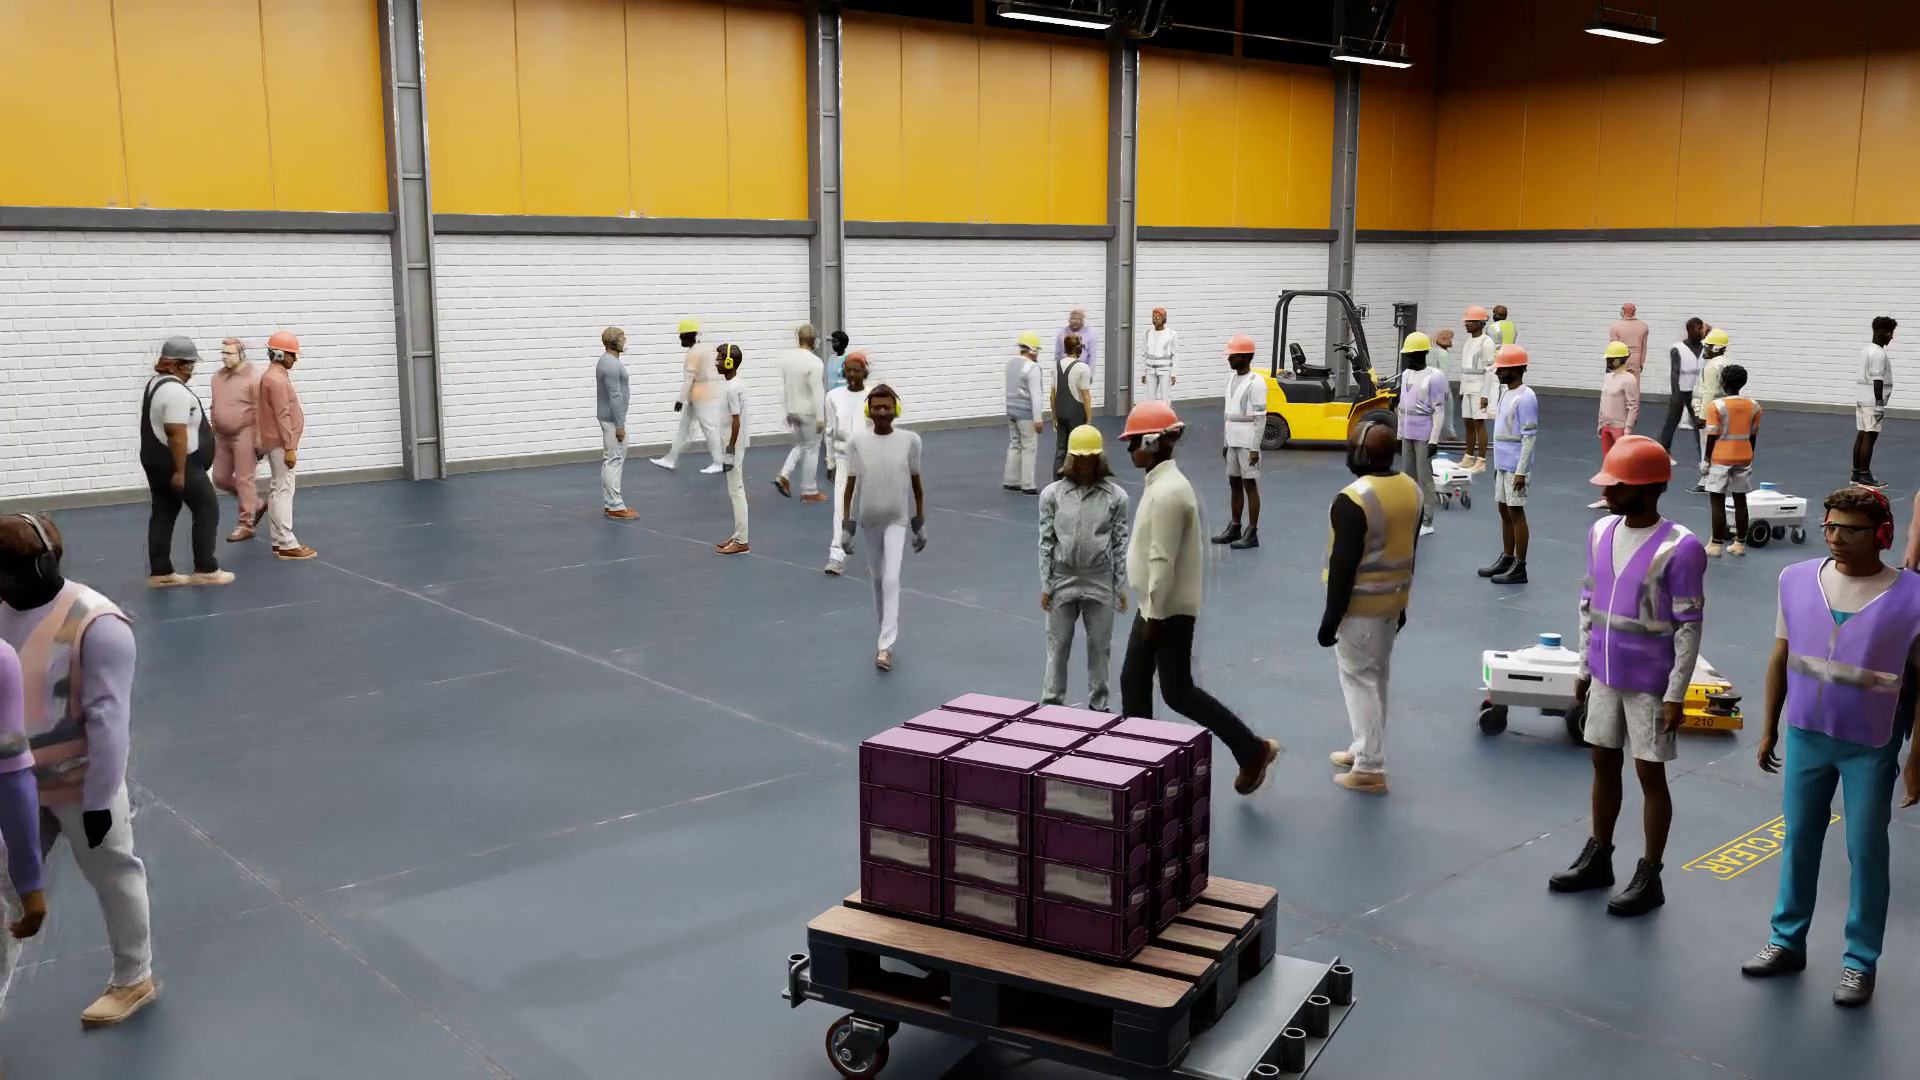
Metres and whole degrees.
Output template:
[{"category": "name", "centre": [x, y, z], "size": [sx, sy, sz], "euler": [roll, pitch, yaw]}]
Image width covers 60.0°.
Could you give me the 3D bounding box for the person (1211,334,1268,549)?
[{"category": "person", "centre": [2.537, -0.889, 15.042], "size": [0.377, 1.938, 0.547], "euler": [-4, 11, -23]}]

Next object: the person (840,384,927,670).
[{"category": "person", "centre": [-0.502, -0.108, 10.842], "size": [0.540, 1.822, 1.003], "euler": [1, 10, 4]}]

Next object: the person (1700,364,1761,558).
[{"category": "person", "centre": [6.735, -0.689, 14.577], "size": [0.540, 1.695, 0.317], "euler": [-2, 10, -14]}]

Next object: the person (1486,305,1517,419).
[{"category": "person", "centre": [8.719, -2.880, 26.986], "size": [0.624, 1.844, 0.429], "euler": [-6, 11, -32]}]

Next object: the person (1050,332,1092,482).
[{"category": "person", "centre": [1.182, -1.262, 17.502], "size": [0.513, 1.843, 0.334], "euler": [9, 13, 42]}]

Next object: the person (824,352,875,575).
[{"category": "person", "centre": [-0.870, -0.638, 13.888], "size": [0.601, 1.836, 0.897], "euler": [2, 10, 14]}]

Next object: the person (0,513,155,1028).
[{"category": "person", "centre": [-3.035, 0.823, 5.412], "size": [0.658, 1.798, 0.927], "euler": [2, 10, 14]}]

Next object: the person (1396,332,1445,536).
[{"category": "person", "centre": [4.315, -1.001, 15.742], "size": [0.386, 1.922, 0.594], "euler": [-4, 10, -20]}]

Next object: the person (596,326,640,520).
[{"category": "person", "centre": [-3.459, -1.174, 16.713], "size": [0.372, 1.940, 0.630], "euler": [-3, 10, -18]}]

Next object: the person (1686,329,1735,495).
[{"category": "person", "centre": [8.335, -1.422, 18.461], "size": [0.404, 1.837, 0.592], "euler": [9, 13, 42]}]

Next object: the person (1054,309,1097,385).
[{"category": "person", "centre": [1.717, -2.512, 24.801], "size": [0.647, 1.864, 0.914], "euler": [2, 10, 10]}]

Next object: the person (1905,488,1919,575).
[{"category": "person", "centre": [5.620, 0.236, 9.368], "size": [0.559, 1.620, 0.405], "euler": [4, 10, 21]}]

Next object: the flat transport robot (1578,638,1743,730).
[{"category": "flat transport robot", "centre": [4.111, 0.828, 9.863], "size": [0.652, 0.197, 1.431], "euler": [2, 10, 11]}]

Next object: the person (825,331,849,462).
[{"category": "person", "centre": [-1.500, -1.808, 21.130], "size": [0.321, 1.697, 0.535], "euler": [-8, 12, -38]}]

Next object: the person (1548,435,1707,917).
[{"category": "person", "centre": [2.686, 0.541, 6.684], "size": [0.376, 1.934, 0.547], "euler": [-5, 11, -25]}]

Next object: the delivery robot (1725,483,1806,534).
[{"category": "delivery robot", "centre": [7.384, -0.283, 15.265], "size": [0.707, 0.478, 0.477], "euler": [-3, 10, -14]}]

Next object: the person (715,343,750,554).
[{"category": "person", "centre": [-2.034, -0.803, 14.772], "size": [0.328, 1.862, 0.510], "euler": [-1, 10, -5]}]

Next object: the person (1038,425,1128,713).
[{"category": "person", "centre": [0.659, 0.246, 8.970], "size": [0.489, 1.742, 0.319], "euler": [0, 10, 0]}]

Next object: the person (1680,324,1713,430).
[{"category": "person", "centre": [11.260, -2.465, 25.208], "size": [0.705, 1.602, 0.541], "euler": [-3, 10, -17]}]

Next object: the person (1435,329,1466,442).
[{"category": "person", "centre": [6.793, -2.185, 23.598], "size": [0.746, 1.610, 0.503], "euler": [4, 10, 21]}]

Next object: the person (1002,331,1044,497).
[{"category": "person", "centre": [0.728, -1.375, 18.269], "size": [0.441, 1.812, 0.620], "euler": [-6, 11, -30]}]

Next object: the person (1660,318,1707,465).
[{"category": "person", "centre": [9.100, -1.819, 20.690], "size": [0.622, 1.861, 1.004], "euler": [-4, 10, -21]}]

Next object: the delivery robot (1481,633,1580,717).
[{"category": "delivery robot", "centre": [3.246, 0.758, 9.170], "size": [0.707, 0.478, 0.477], "euler": [3, 10, 18]}]

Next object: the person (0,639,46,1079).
[{"category": "person", "centre": [-2.808, 0.871, 4.480], "size": [0.668, 2.033, 0.413], "euler": [-1, 10, -7]}]

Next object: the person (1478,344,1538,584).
[{"category": "person", "centre": [4.426, -0.610, 13.422], "size": [0.371, 1.933, 0.551], "euler": [0, 10, -1]}]

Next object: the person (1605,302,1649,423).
[{"category": "person", "centre": [10.509, -2.792, 26.274], "size": [0.637, 1.911, 0.403], "euler": [-1, 10, -8]}]

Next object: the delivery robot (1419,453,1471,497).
[{"category": "delivery robot", "centre": [5.089, -0.681, 17.595], "size": [0.477, 0.478, 0.707], "euler": [-3, 10, -17]}]

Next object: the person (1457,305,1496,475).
[{"category": "person", "centre": [6.213, -1.810, 20.126], "size": [0.389, 2.045, 0.606], "euler": [-2, 10, -11]}]

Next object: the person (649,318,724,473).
[{"category": "person", "centre": [-3.319, -1.732, 20.172], "size": [0.981, 1.875, 0.594], "euler": [-2, 10, -10]}]

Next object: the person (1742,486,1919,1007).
[{"category": "person", "centre": [3.152, 0.716, 5.920], "size": [0.373, 1.843, 0.571], "euler": [-8, 12, -38]}]

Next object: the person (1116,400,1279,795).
[{"category": "person", "centre": [1.063, 0.314, 7.952], "size": [0.874, 1.958, 0.624], "euler": [0, 10, -1]}]

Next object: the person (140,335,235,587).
[{"category": "person", "centre": [-6.166, -0.635, 13.255], "size": [0.712, 2.000, 0.722], "euler": [10, 14, 44]}]

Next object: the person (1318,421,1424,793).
[{"category": "person", "centre": [2.014, 0.320, 8.292], "size": [0.626, 1.848, 0.429], "euler": [-9, 13, -42]}]

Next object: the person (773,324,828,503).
[{"category": "person", "centre": [-1.673, -1.336, 17.701], "size": [0.506, 1.922, 0.650], "euler": [-9, 13, -41]}]

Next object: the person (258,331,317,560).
[{"category": "person", "centre": [-5.889, -0.822, 14.515], "size": [0.395, 1.985, 0.608], "euler": [-6, 11, -30]}]

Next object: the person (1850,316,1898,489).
[{"category": "person", "centre": [10.432, -1.575, 18.991], "size": [0.368, 1.961, 0.603], "euler": [2, 10, 14]}]

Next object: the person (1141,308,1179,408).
[{"category": "person", "centre": [2.899, -2.430, 24.229], "size": [0.575, 1.882, 0.360], "euler": [7, 12, 34]}]

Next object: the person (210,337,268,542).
[{"category": "person", "centre": [-6.706, -0.950, 15.511], "size": [0.669, 1.892, 0.548], "euler": [4, 11, 23]}]

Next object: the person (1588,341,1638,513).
[{"category": "person", "centre": [6.742, -1.162, 17.151], "size": [0.329, 1.765, 0.533], "euler": [-2, 10, -12]}]

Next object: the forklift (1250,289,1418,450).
[{"category": "forklift", "centre": [5.034, -2.339, 22.783], "size": [2.313, 2.155, 1.214], "euler": [3, 10, 16]}]
